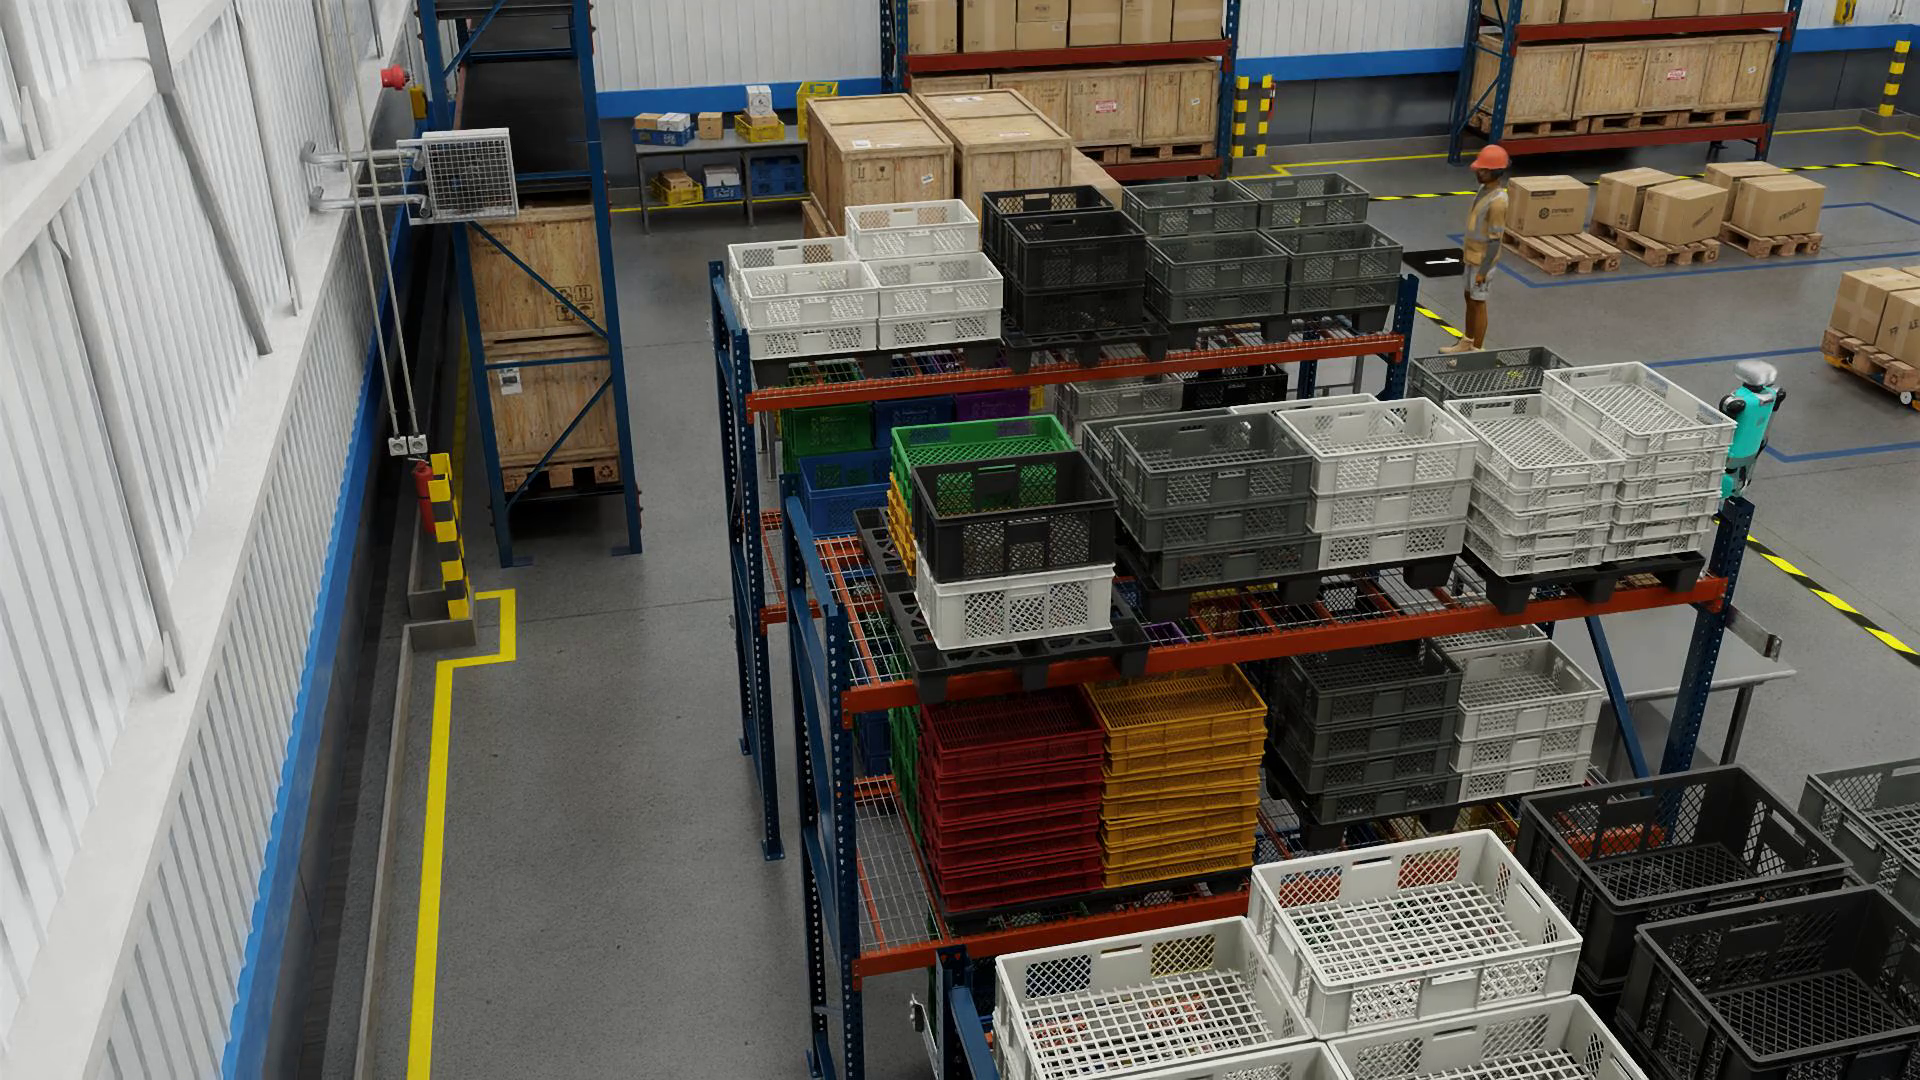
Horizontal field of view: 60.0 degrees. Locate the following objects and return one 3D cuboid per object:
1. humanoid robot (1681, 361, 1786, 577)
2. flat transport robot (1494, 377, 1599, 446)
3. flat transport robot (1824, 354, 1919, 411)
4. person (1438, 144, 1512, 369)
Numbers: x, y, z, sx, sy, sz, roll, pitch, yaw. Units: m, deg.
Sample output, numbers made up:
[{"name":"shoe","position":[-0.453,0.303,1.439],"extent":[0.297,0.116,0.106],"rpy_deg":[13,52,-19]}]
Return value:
[{"name":"humanoid robot","position":[5.015,-0.483,11.244],"extent":[0.533,1.677,0.735],"rpy_deg":[-15,31,-26]},{"name":"flat transport robot","position":[4.780,-1.036,14.013],"extent":[0.659,0.231,1.431],"rpy_deg":[-6,28,-12]},{"name":"flat transport robot","position":[8.473,-1.467,14.800],"extent":[0.652,0.197,1.431],"rpy_deg":[-6,28,-12]},{"name":"person","position":[4.658,-2.540,14.962],"extent":[0.365,2.047,0.607],"rpy_deg":[1,28,1]}]
